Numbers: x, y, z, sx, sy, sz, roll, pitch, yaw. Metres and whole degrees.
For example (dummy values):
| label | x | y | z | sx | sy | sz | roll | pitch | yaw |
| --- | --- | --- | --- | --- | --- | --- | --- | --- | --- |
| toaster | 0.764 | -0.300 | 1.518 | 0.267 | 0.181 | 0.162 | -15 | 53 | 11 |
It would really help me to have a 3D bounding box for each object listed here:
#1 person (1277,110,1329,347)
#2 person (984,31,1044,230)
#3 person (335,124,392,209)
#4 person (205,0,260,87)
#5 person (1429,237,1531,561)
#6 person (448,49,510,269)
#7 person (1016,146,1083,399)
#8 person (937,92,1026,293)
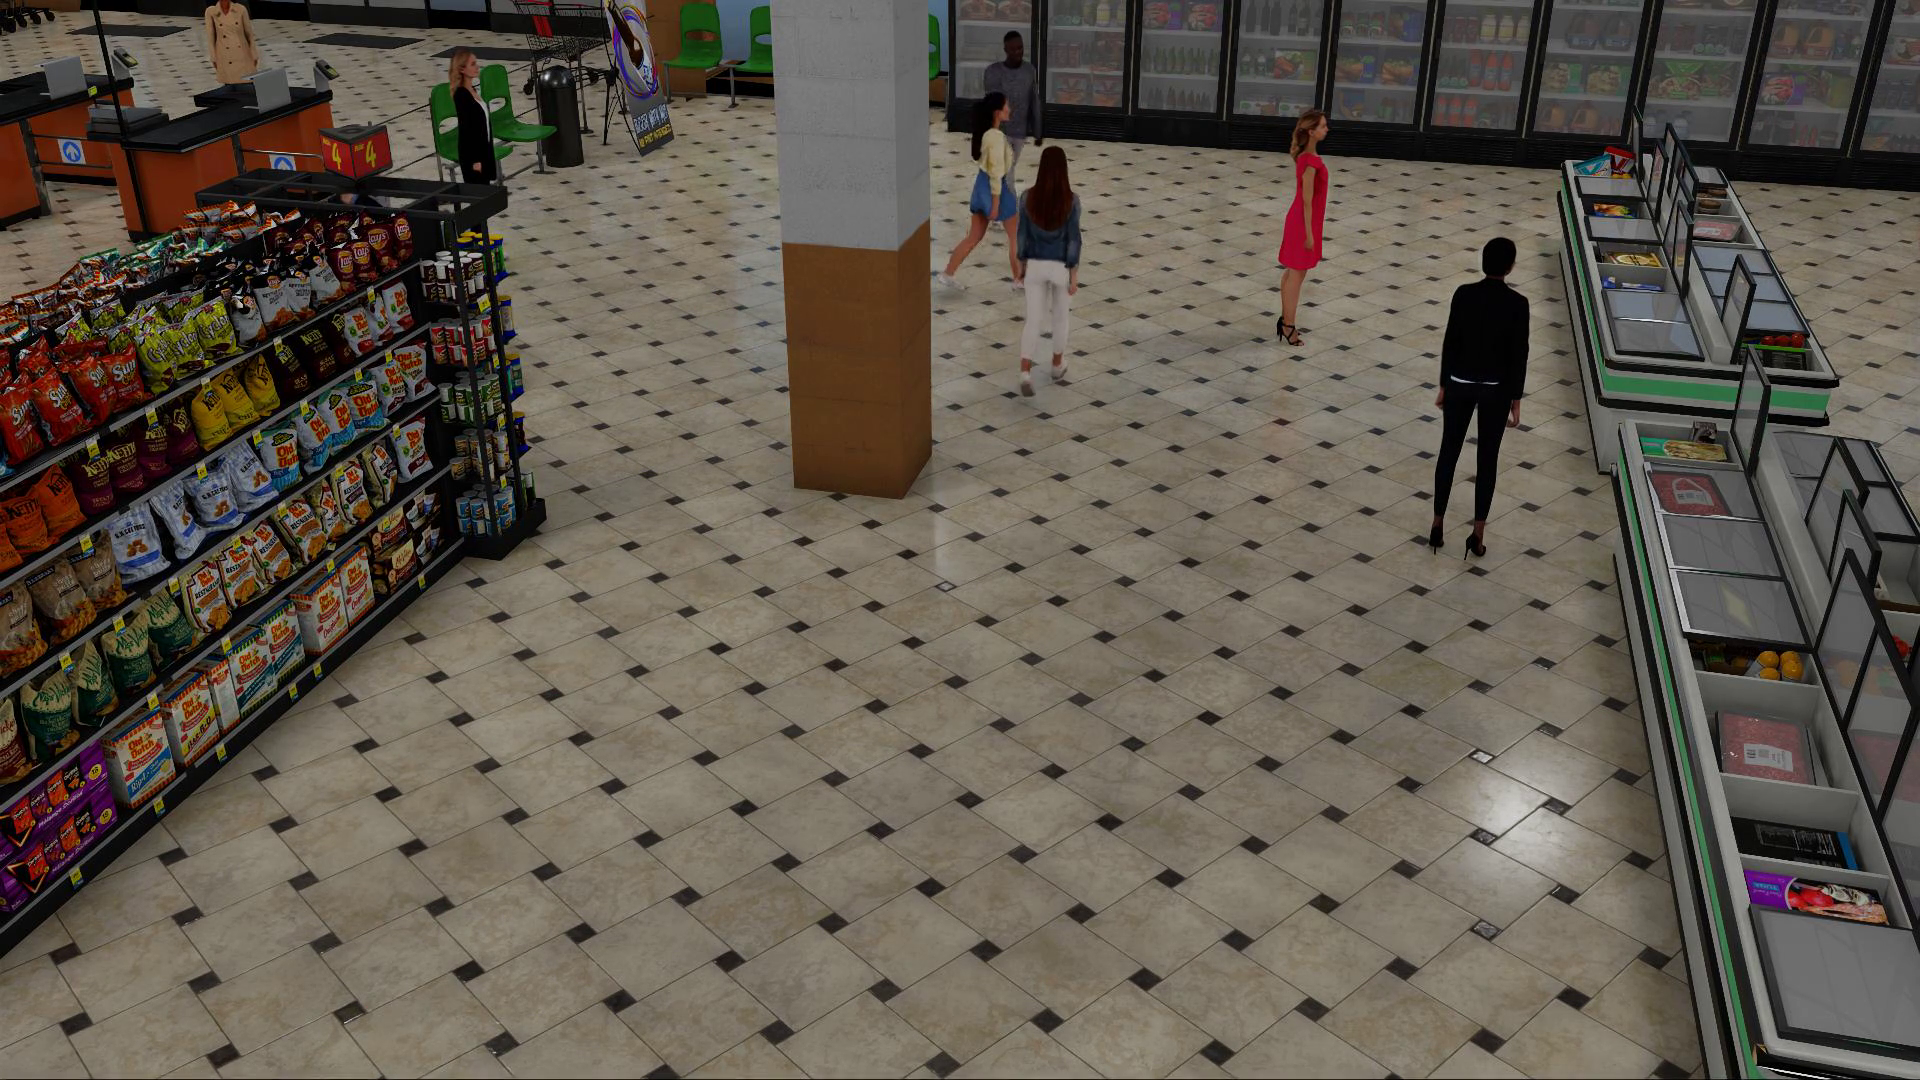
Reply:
| label | x | y | z | sx | sy | sz | roll | pitch | yaw |
| --- | --- | --- | --- | --- | --- | --- | --- | --- | --- |
| person | 2.507 | -2.300 | 12.221 | 0.654 | 1.728 | 0.513 | 3 | 27 | 6 |
| person | 0.367 | -3.535 | 14.589 | 1.209 | 1.788 | 1.225 | -22 | 34 | -37 |
| person | -4.040 | -1.934 | 11.391 | 0.820 | 1.827 | 0.627 | -2 | 27 | -3 |
| person | -7.866 | -5.222 | 18.034 | 0.719 | 1.682 | 0.739 | -10 | 29 | -19 |
| person | 2.820 | -0.764 | 9.074 | 0.669 | 1.834 | 0.619 | 16 | 31 | 28 |
| person | -4.040 | -3.159 | 13.833 | 0.729 | 1.801 | 0.581 | -2 | 27 | -5 |
| person | 0.577 | -1.782 | 11.259 | 0.627 | 1.674 | 1.062 | 7 | 28 | 14 |
| person | 0.173 | -2.712 | 13.178 | 1.117 | 1.597 | 1.121 | -11 | 29 | -21 |
